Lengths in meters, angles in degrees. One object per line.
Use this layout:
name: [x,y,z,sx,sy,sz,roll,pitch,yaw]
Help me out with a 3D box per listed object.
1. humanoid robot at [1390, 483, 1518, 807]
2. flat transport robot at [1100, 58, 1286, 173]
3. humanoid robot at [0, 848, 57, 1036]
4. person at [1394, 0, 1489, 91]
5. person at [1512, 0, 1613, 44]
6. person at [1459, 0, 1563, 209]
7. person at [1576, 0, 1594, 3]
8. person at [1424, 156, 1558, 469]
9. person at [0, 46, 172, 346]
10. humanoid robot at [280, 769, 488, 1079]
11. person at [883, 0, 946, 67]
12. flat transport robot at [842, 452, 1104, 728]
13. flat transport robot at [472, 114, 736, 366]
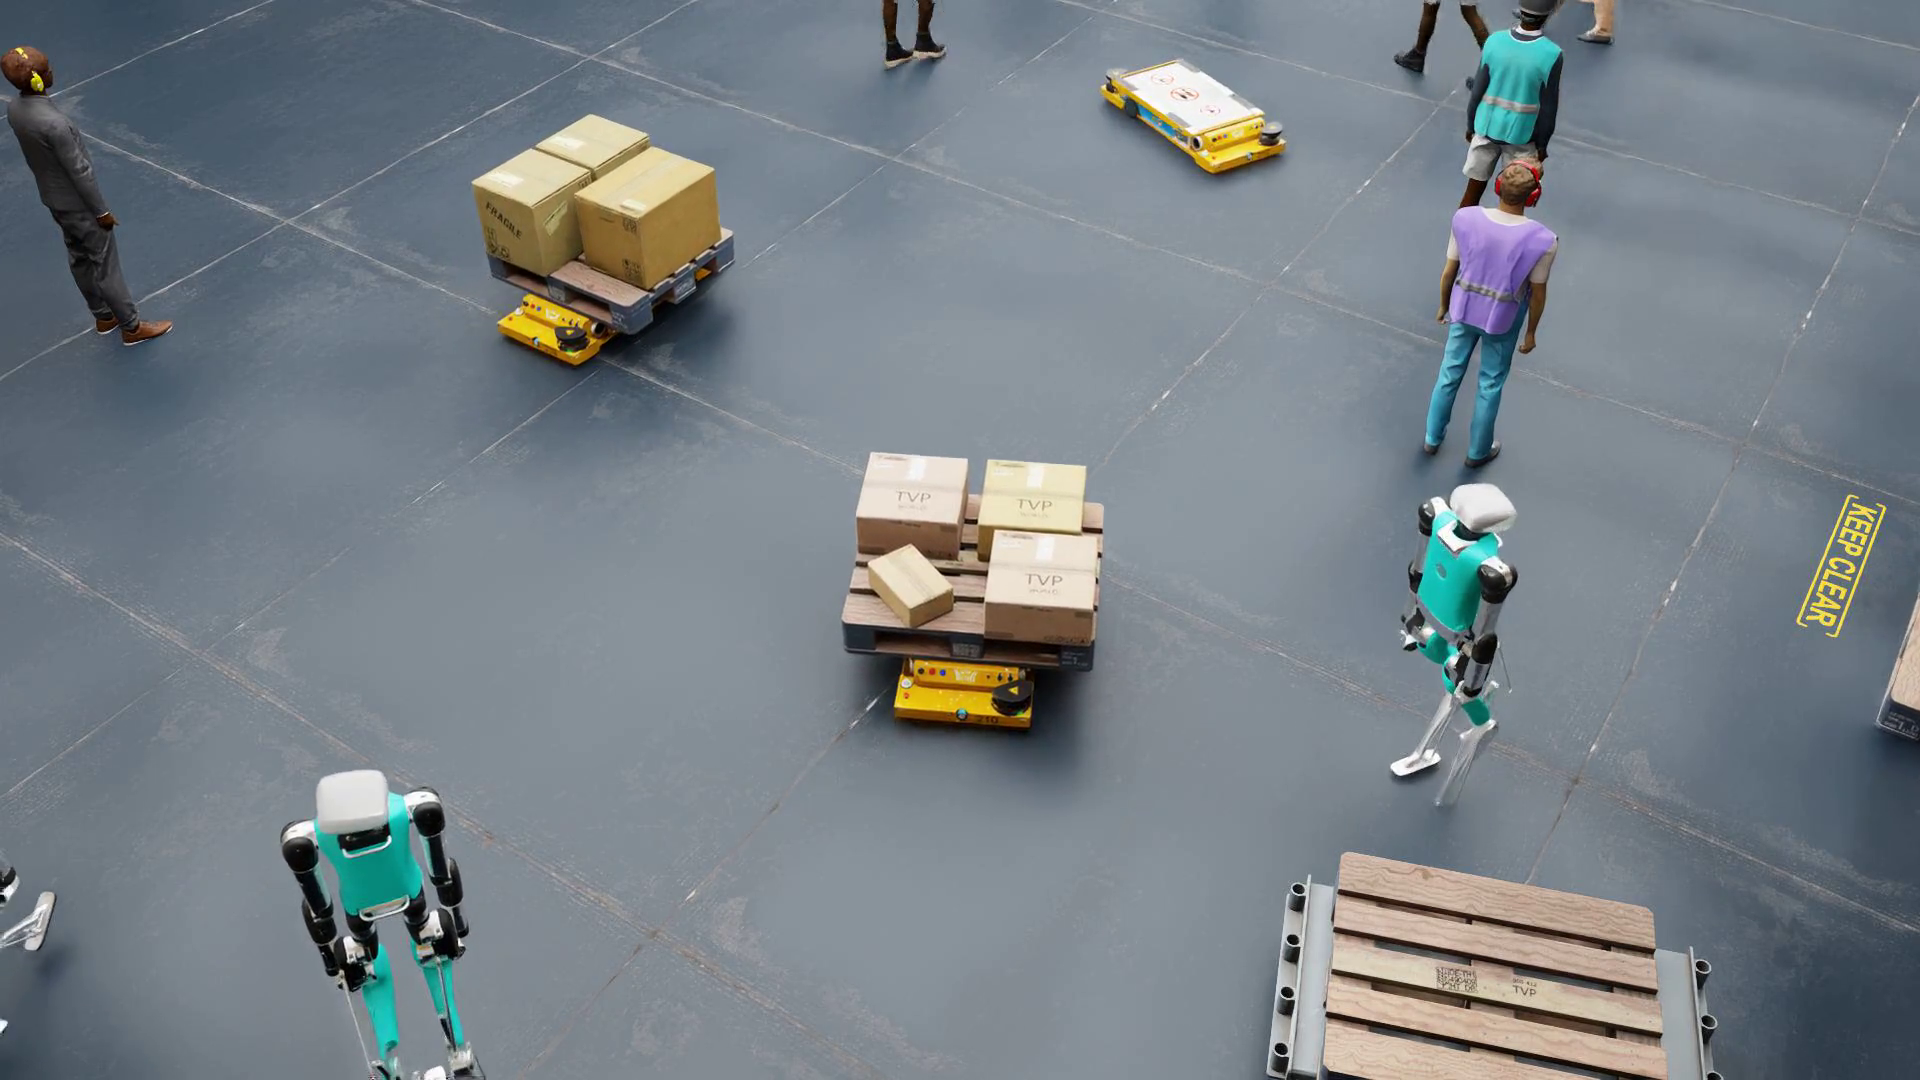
humanoid robot: [2.226,0.454,7.204,0.658,1.841,0.542,-17,44,-18]
flat transport robot: [1.713,-3.173,12.330,0.659,0.231,1.431,-21,46,-22]
humanoid robot: [-3.874,1.344,6.192,0.549,1.735,1.044,5,42,6]
person: [3.798,-4.287,12.359,0.557,1.908,0.913,-26,48,-26]
person: [4.878,-4.715,13.024,0.866,1.626,0.487,13,43,14]
person: [3.412,-2.549,10.379,0.552,1.941,0.416,24,47,25]
person: [5.239,-5.270,13.491,0.526,1.847,0.477,12,43,13]
person: [2.818,-1.189,8.925,0.564,1.847,0.388,24,47,25]
person: [-5.217,-2.011,9.826,0.492,1.875,0.354,24,47,25]
humanoid robot: [-1.963,1.595,5.951,0.558,1.880,0.671,-16,44,-17]
person: [-0.404,-4.599,12.672,0.622,1.939,0.645,31,50,30]
flat transport robot: [0.086,0.342,8.396,0.659,0.231,1.431,4,42,5]
flat transport robot: [-2.202,-1.625,10.597,0.659,0.231,1.431,24,47,24]
